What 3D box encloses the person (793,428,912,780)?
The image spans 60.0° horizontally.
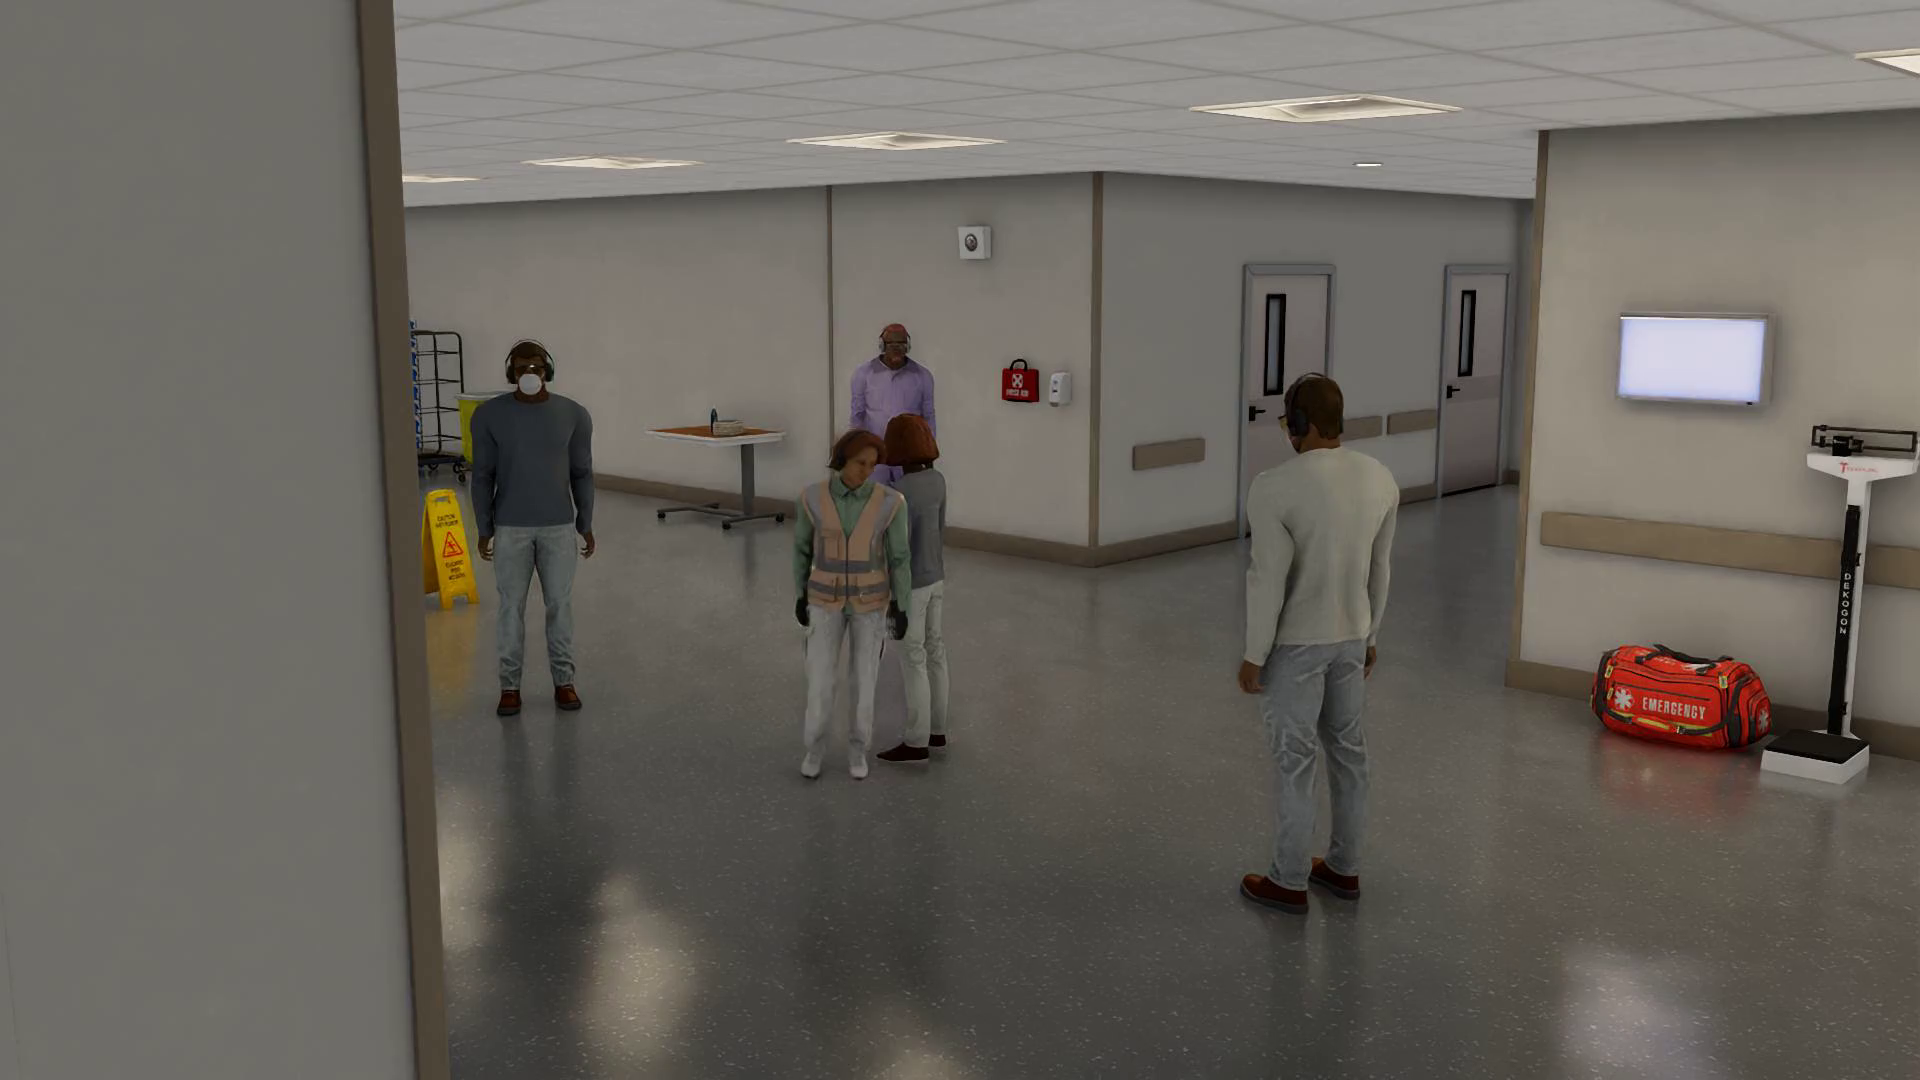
[{"bbox_3d":[-0.477,0.294,7.410,0.533,1.606,0.454,0,9,1],"label":"person"}]

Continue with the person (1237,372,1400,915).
[{"bbox_3d":[1.260,0.372,5.958,0.629,1.936,0.373,-5,11,-29],"label":"person"}]

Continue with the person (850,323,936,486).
[{"bbox_3d":[-0.494,-0.654,12.369,0.646,1.901,0.401,-1,9,-7],"label":"person"}]

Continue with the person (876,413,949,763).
[{"bbox_3d":[-0.223,0.225,7.773,0.278,1.634,0.497,4,10,24],"label":"person"}]

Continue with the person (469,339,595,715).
[{"bbox_3d":[-2.203,-0.067,8.632,0.627,1.940,0.372,-3,10,-18],"label":"person"}]
